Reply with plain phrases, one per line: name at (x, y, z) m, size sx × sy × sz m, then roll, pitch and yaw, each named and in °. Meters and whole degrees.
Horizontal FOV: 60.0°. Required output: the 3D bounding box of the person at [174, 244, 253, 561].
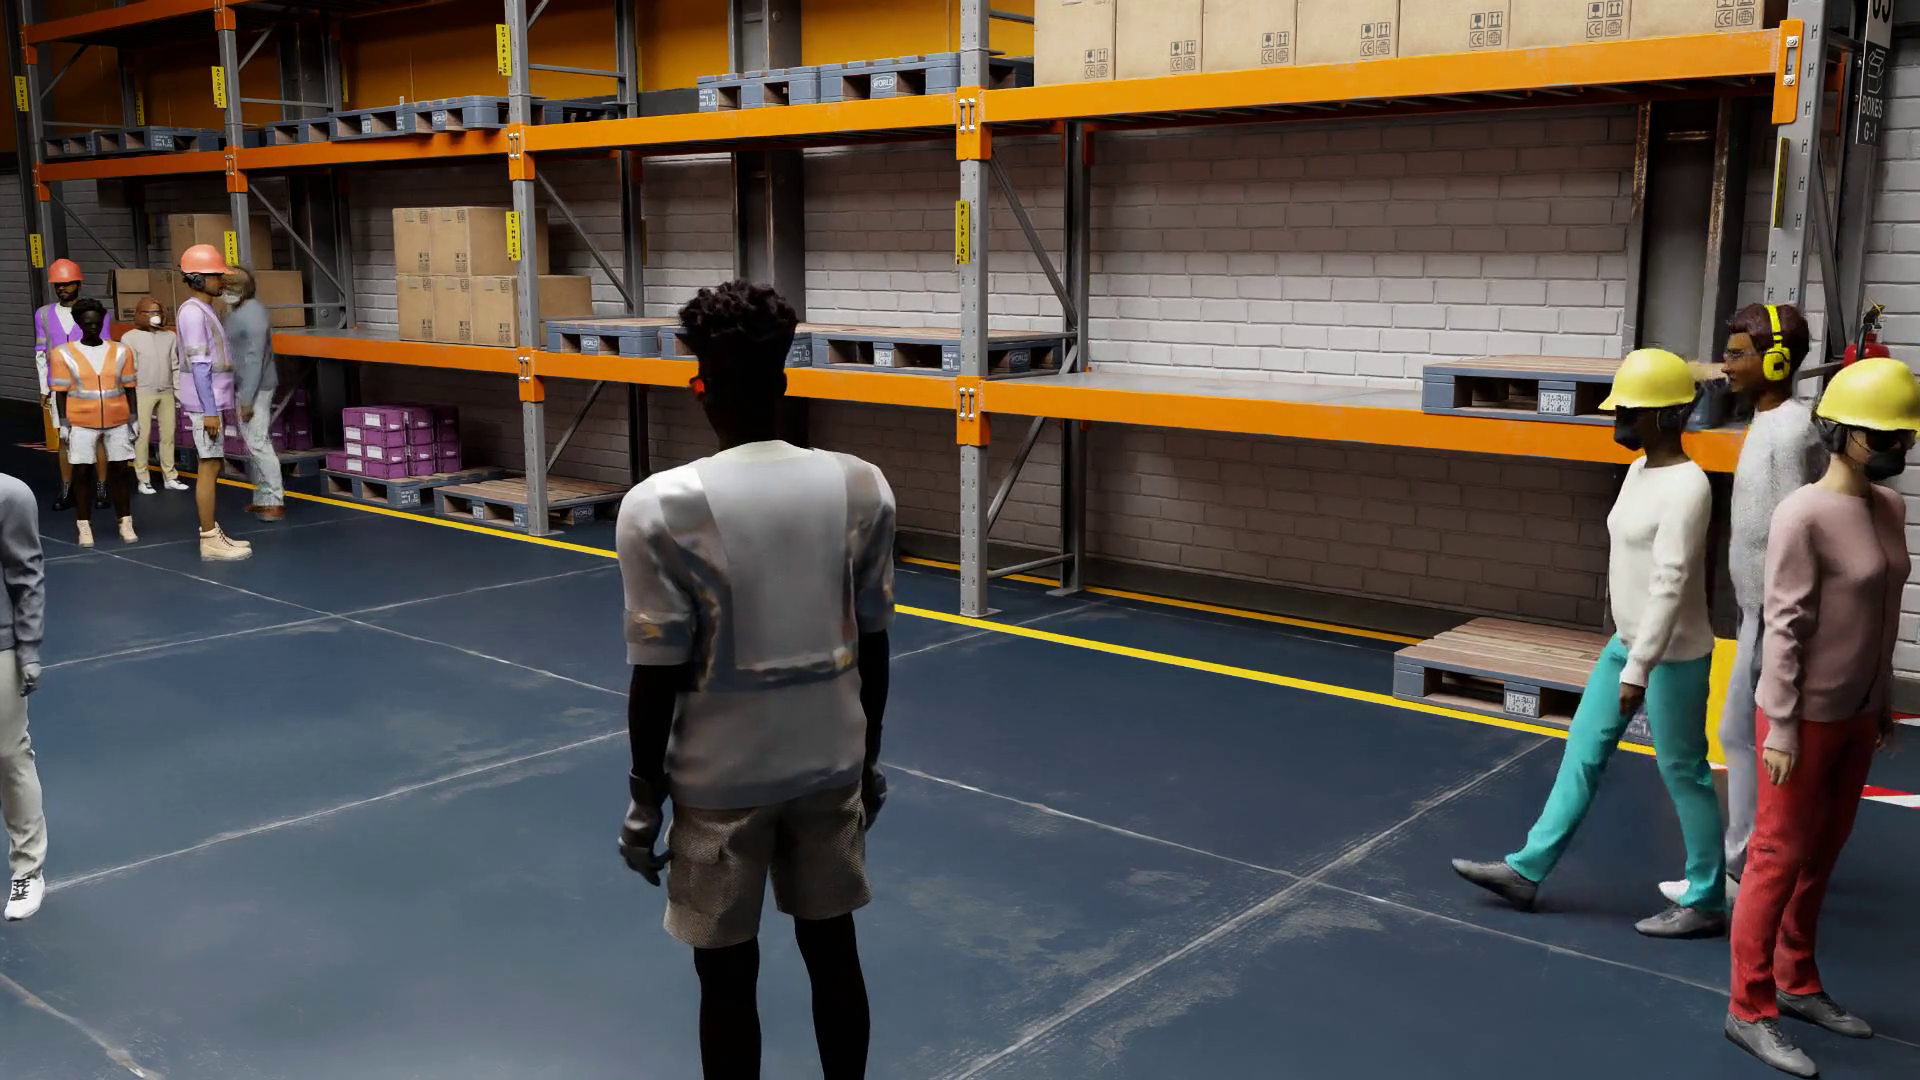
person at (-4.866, -0.888, 10.830) m, size 0.373 × 2.044 × 0.605 m, roll -4°, pitch 11°, yaw -22°

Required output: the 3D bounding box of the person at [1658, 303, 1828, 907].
person at (2.430, 0.220, 5.095) m, size 0.504 × 1.862 × 0.596 m, roll 4°, pitch 11°, yaw 21°

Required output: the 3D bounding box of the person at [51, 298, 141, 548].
person at (-5.855, -0.792, 11.304) m, size 0.537 × 1.689 × 0.320 m, roll -8°, pitch 13°, yaw -38°

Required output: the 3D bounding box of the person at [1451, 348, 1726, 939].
person at (1.905, 0.317, 4.845) m, size 0.792 × 1.728 × 0.535 m, roll 1°, pitch 10°, yaw 4°

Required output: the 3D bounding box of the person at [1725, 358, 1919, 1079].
person at (2.173, 0.432, 4.128) m, size 0.537 × 1.764 × 0.341 m, roll -7°, pitch 12°, yaw -35°

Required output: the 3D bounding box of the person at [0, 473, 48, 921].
person at (-3.001, 0.341, 4.993) m, size 0.497 × 1.636 × 0.286 m, roll -1°, pitch 10°, yaw -4°

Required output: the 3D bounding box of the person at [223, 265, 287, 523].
person at (-5.275, -1.085, 12.395) m, size 0.367 × 1.899 × 0.729 m, roll -6°, pitch 11°, yaw -29°

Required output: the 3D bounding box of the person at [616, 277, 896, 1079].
person at (-0.409, 0.456, 3.400) m, size 0.603 × 1.965 × 0.368 m, roll -7°, pitch 12°, yaw -33°

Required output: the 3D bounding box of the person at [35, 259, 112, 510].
person at (-6.841, -1.194, 12.871) m, size 0.543 × 1.939 × 0.361 m, roll -3°, pitch 10°, yaw -14°

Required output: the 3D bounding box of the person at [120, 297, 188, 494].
person at (-6.675, -1.194, 13.765) m, size 0.286 × 1.626 × 0.493 m, roll 6°, pitch 12°, yaw 31°
